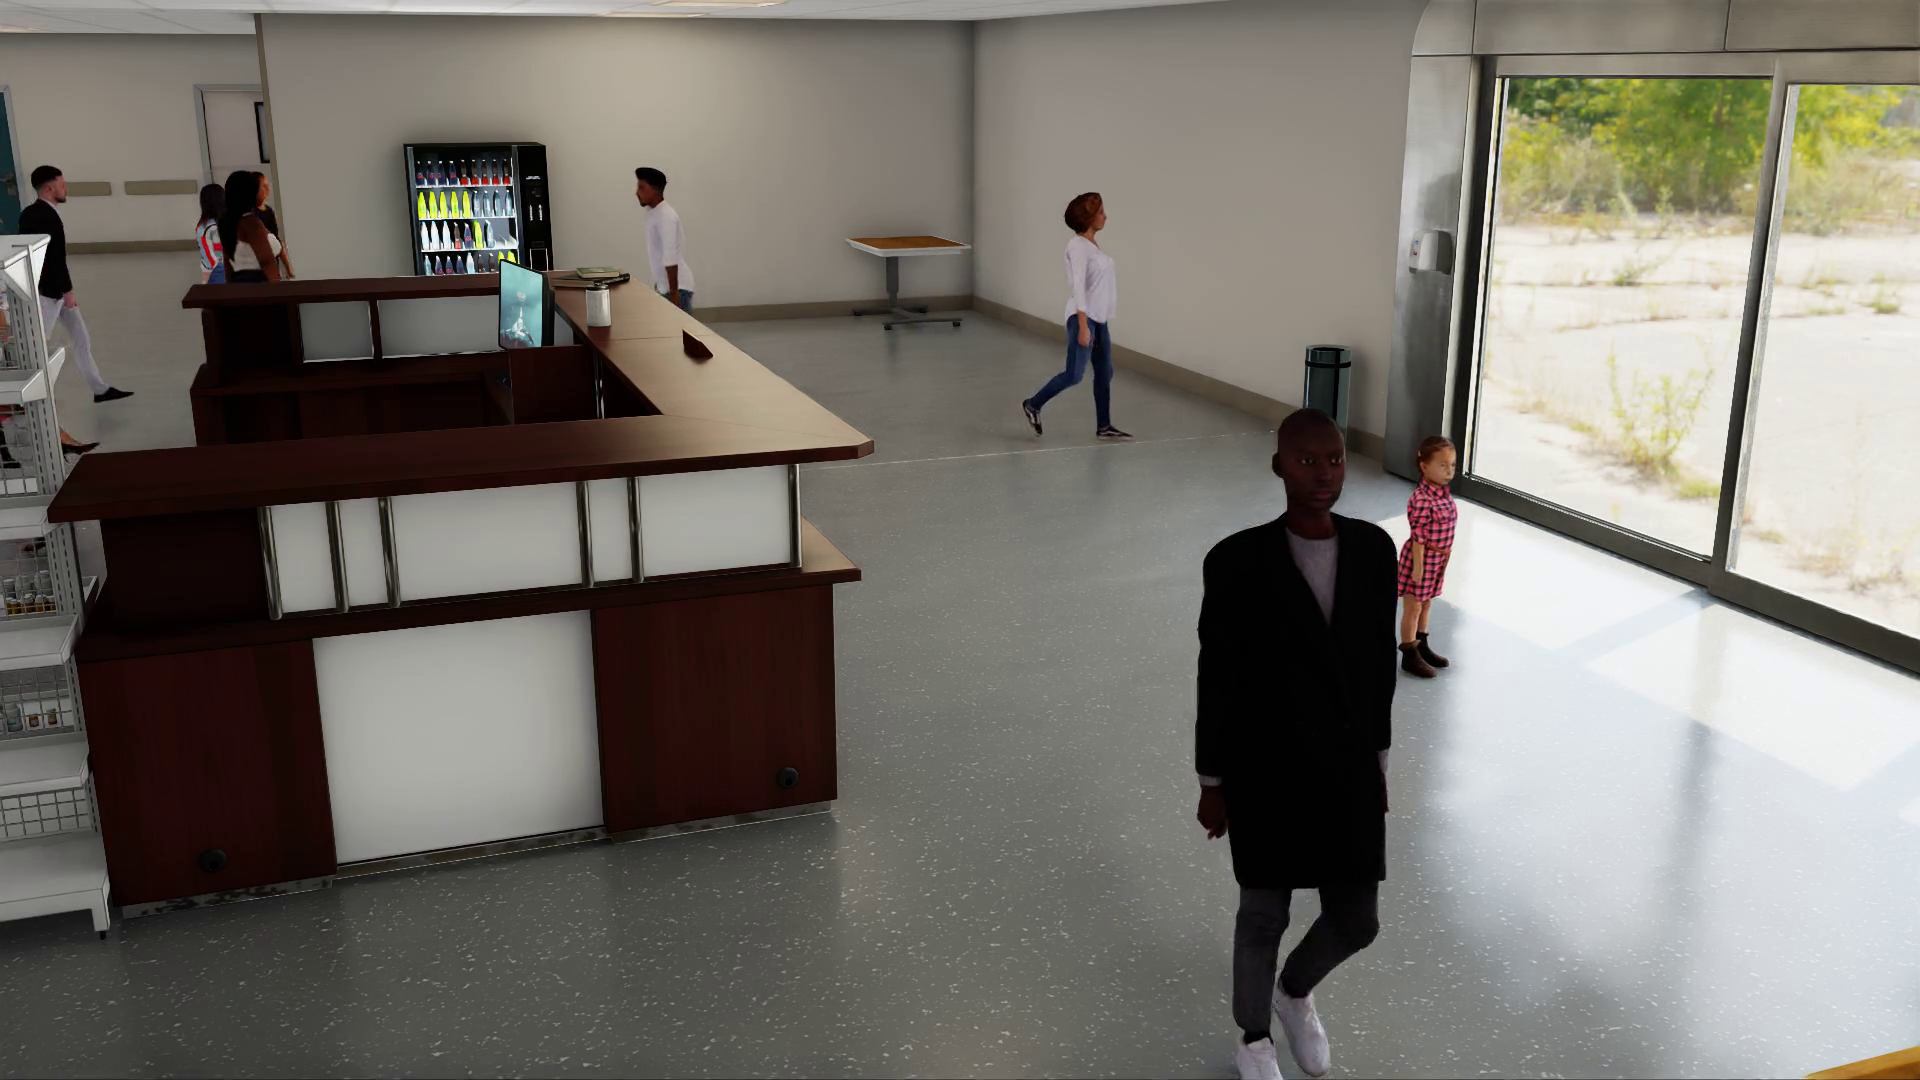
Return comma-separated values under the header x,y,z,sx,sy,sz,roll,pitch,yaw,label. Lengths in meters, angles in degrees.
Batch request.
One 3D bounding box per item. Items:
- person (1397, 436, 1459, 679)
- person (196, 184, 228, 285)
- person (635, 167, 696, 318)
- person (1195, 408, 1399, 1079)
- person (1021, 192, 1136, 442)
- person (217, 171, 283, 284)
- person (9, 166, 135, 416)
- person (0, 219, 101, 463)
x,y,z,sx,sy,sz,roll,pitch,yaw,label
1.983,0.057,7.063,0.558,1.023,0.482,13,20,38,person
-6.027,-2.110,13.661,0.713,1.613,0.653,7,17,24,person
-2.139,-1.970,12.904,1.078,1.756,0.653,-6,17,-19,person
0.790,0.530,4.046,0.687,1.751,0.778,-3,16,-10,person
0.793,-1.505,11.361,1.079,1.697,1.031,7,17,24,person
-5.151,-1.713,11.926,0.897,1.792,0.787,-12,20,-37,person
-6.770,-1.775,12.163,1.320,1.783,0.956,-12,19,-35,person
-6.084,-1.199,10.279,1.120,1.695,0.647,-8,17,-25,person
